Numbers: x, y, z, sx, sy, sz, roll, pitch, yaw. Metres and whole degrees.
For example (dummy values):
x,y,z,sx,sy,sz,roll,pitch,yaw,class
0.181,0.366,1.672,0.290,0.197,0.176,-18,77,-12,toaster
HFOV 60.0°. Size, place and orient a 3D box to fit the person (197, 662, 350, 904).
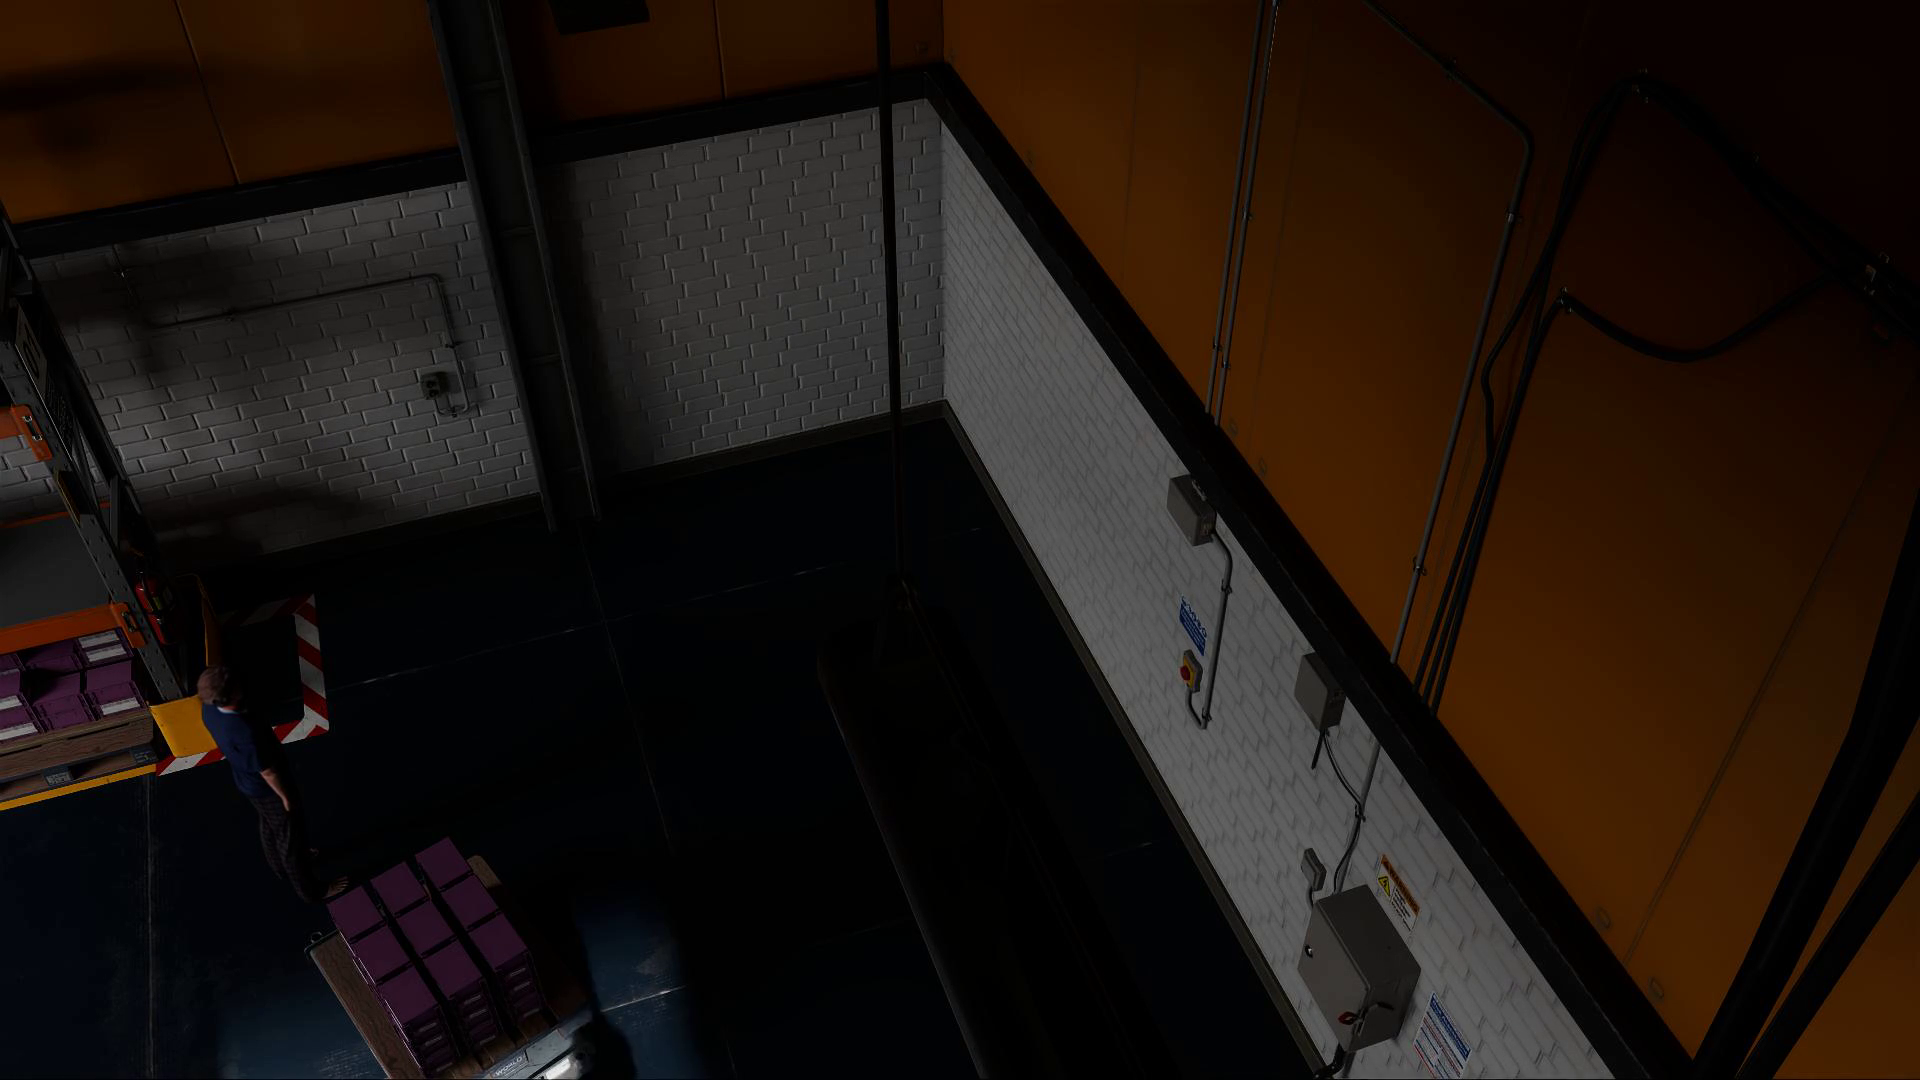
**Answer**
x,y,z,sx,sy,sz,roll,pitch,yaw,class
-3.915,1.353,9.371,0.735,1.871,0.702,34,53,30,person
